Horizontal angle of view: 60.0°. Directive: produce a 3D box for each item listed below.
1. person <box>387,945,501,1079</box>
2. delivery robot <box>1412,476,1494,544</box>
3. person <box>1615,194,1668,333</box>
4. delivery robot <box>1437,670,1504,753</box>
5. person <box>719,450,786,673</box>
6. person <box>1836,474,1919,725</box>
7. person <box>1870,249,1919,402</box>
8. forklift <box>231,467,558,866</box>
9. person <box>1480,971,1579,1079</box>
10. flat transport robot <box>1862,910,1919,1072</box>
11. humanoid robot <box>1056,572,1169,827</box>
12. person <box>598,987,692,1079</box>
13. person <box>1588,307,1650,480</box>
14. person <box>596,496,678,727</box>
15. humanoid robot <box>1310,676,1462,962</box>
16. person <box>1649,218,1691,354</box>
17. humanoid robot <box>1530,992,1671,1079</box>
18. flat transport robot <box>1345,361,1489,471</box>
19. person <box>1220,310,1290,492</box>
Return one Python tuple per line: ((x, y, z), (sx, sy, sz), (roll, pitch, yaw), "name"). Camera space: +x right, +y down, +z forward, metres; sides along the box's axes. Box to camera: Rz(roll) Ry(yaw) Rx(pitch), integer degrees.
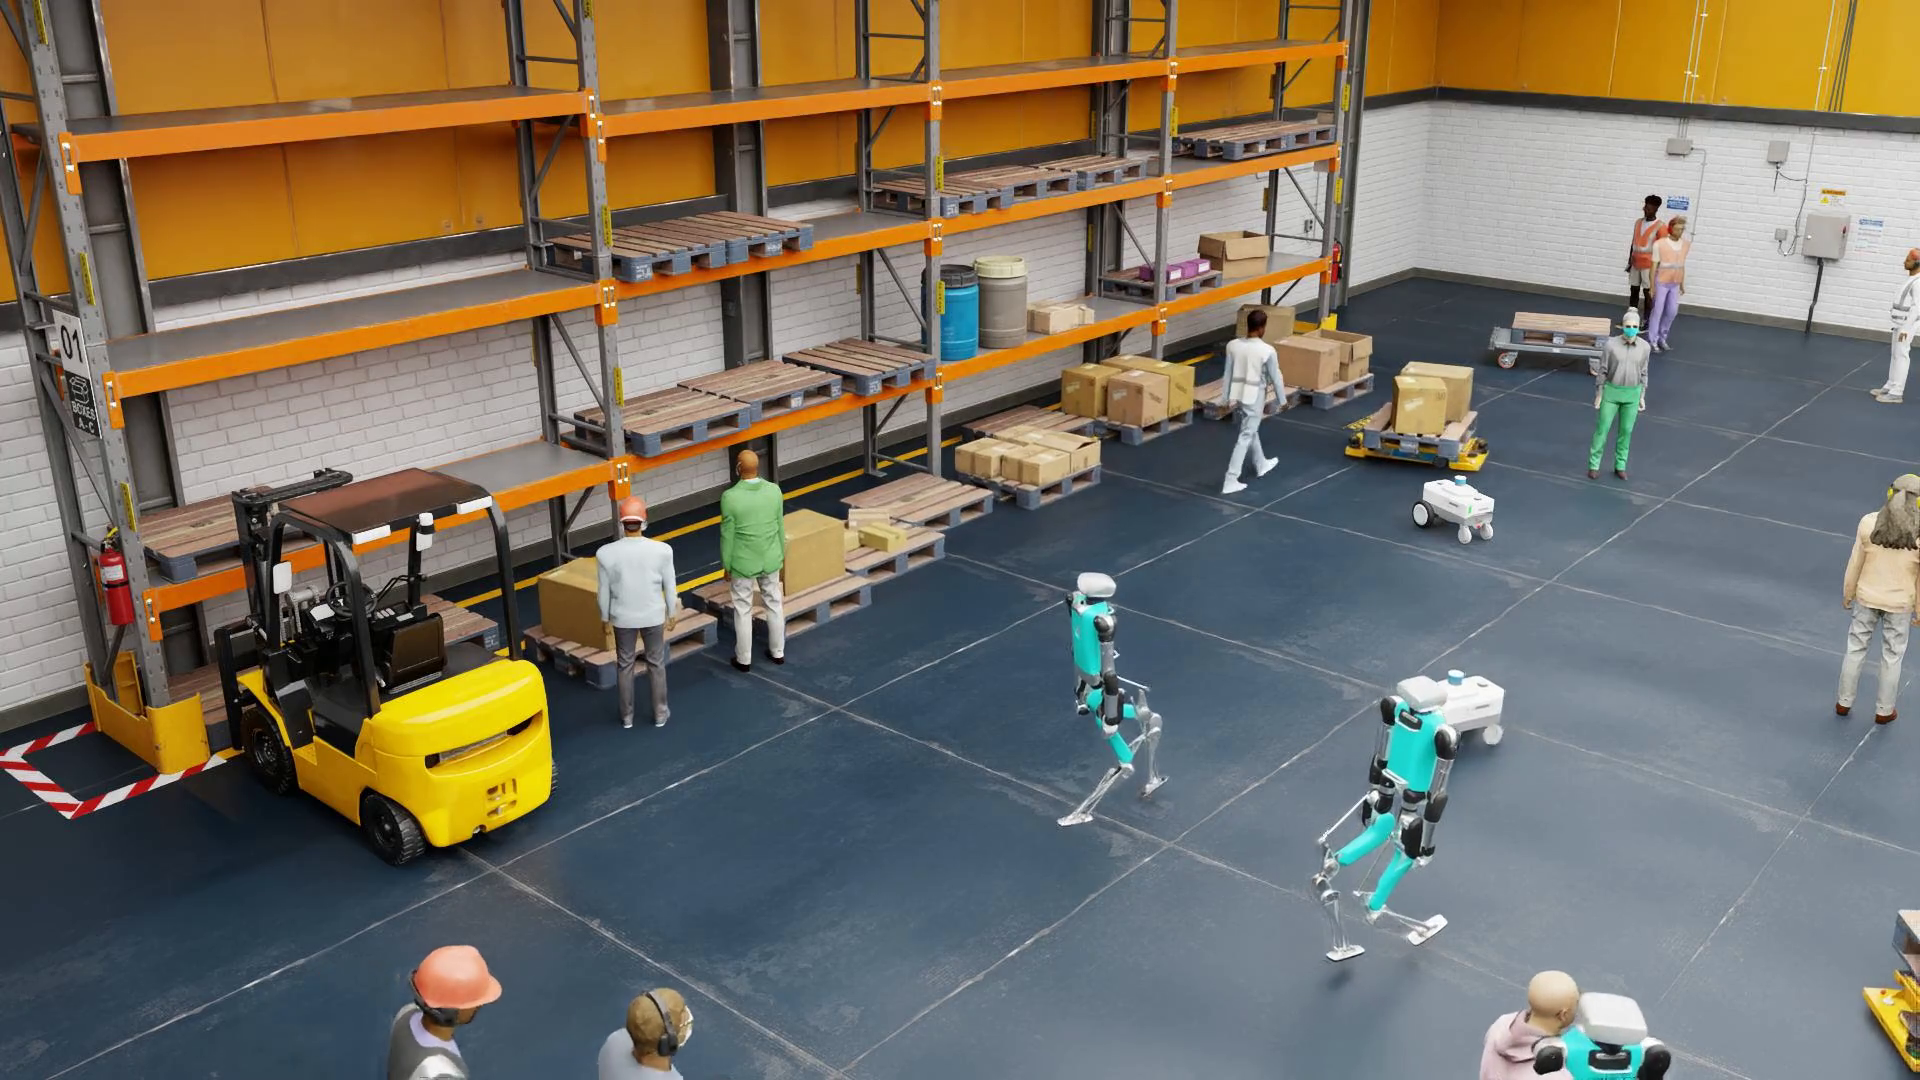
((-2.004, 2.438, 6.498), (1.156, 1.956, 0.643), (-14, 24, -33), "person")
((4.779, -0.318, 16.022), (0.499, 0.609, 0.813), (-9, 22, -24), "delivery robot")
((9.803, -3.962, 23.838), (0.368, 1.966, 0.605), (-9, 22, -22), "person")
((3.487, 1.220, 11.828), (0.792, 0.592, 0.499), (-9, 22, -22), "delivery robot")
((-1.602, 0.162, 12.938), (0.546, 1.776, 0.385), (-11, 23, -28), "person")
((6.706, 0.432, 12.063), (0.558, 1.875, 0.390), (15, 25, 36), "person")
((11.524, -2.622, 20.324), (0.356, 1.884, 0.574), (7, 21, 17), "person")
((-3.730, 0.710, 10.856), (2.313, 2.155, 1.214), (17, 26, 38), "forklift")
((2.200, 2.496, 6.615), (0.410, 1.776, 0.544), (-4, 21, -10), "person")
((5.577, 2.552, 8.637), (1.431, 0.231, 0.659), (2, 20, 6), "flat transport robot")
((1.108, 1.013, 10.760), (1.016, 1.776, 0.530), (-8, 22, -21), "humanoid robot")
((-1.183, 2.537, 6.349), (1.003, 1.903, 0.630), (-18, 27, -39), "person")
((6.926, -1.532, 17.434), (0.524, 1.839, 0.325), (3, 20, 7), "person")
((-2.318, 0.522, 12.011), (0.568, 1.739, 0.350), (-4, 21, -9), "person")
((2.294, 1.603, 9.103), (1.018, 1.731, 0.554), (-11, 23, -27), "humanoid robot")
((9.659, -3.480, 22.730), (0.578, 1.849, 0.429), (-6, 21, -15), "person")
((2.429, 2.649, 6.266), (0.545, 1.779, 0.806), (-2, 20, -4), "humanoid robot")
((5.035, -1.014, 18.299), (1.431, 0.231, 0.659), (10, 22, 25), "flat transport robot")
((3.086, -1.457, 17.198), (1.012, 1.862, 0.585), (-15, 25, -34), "person")
